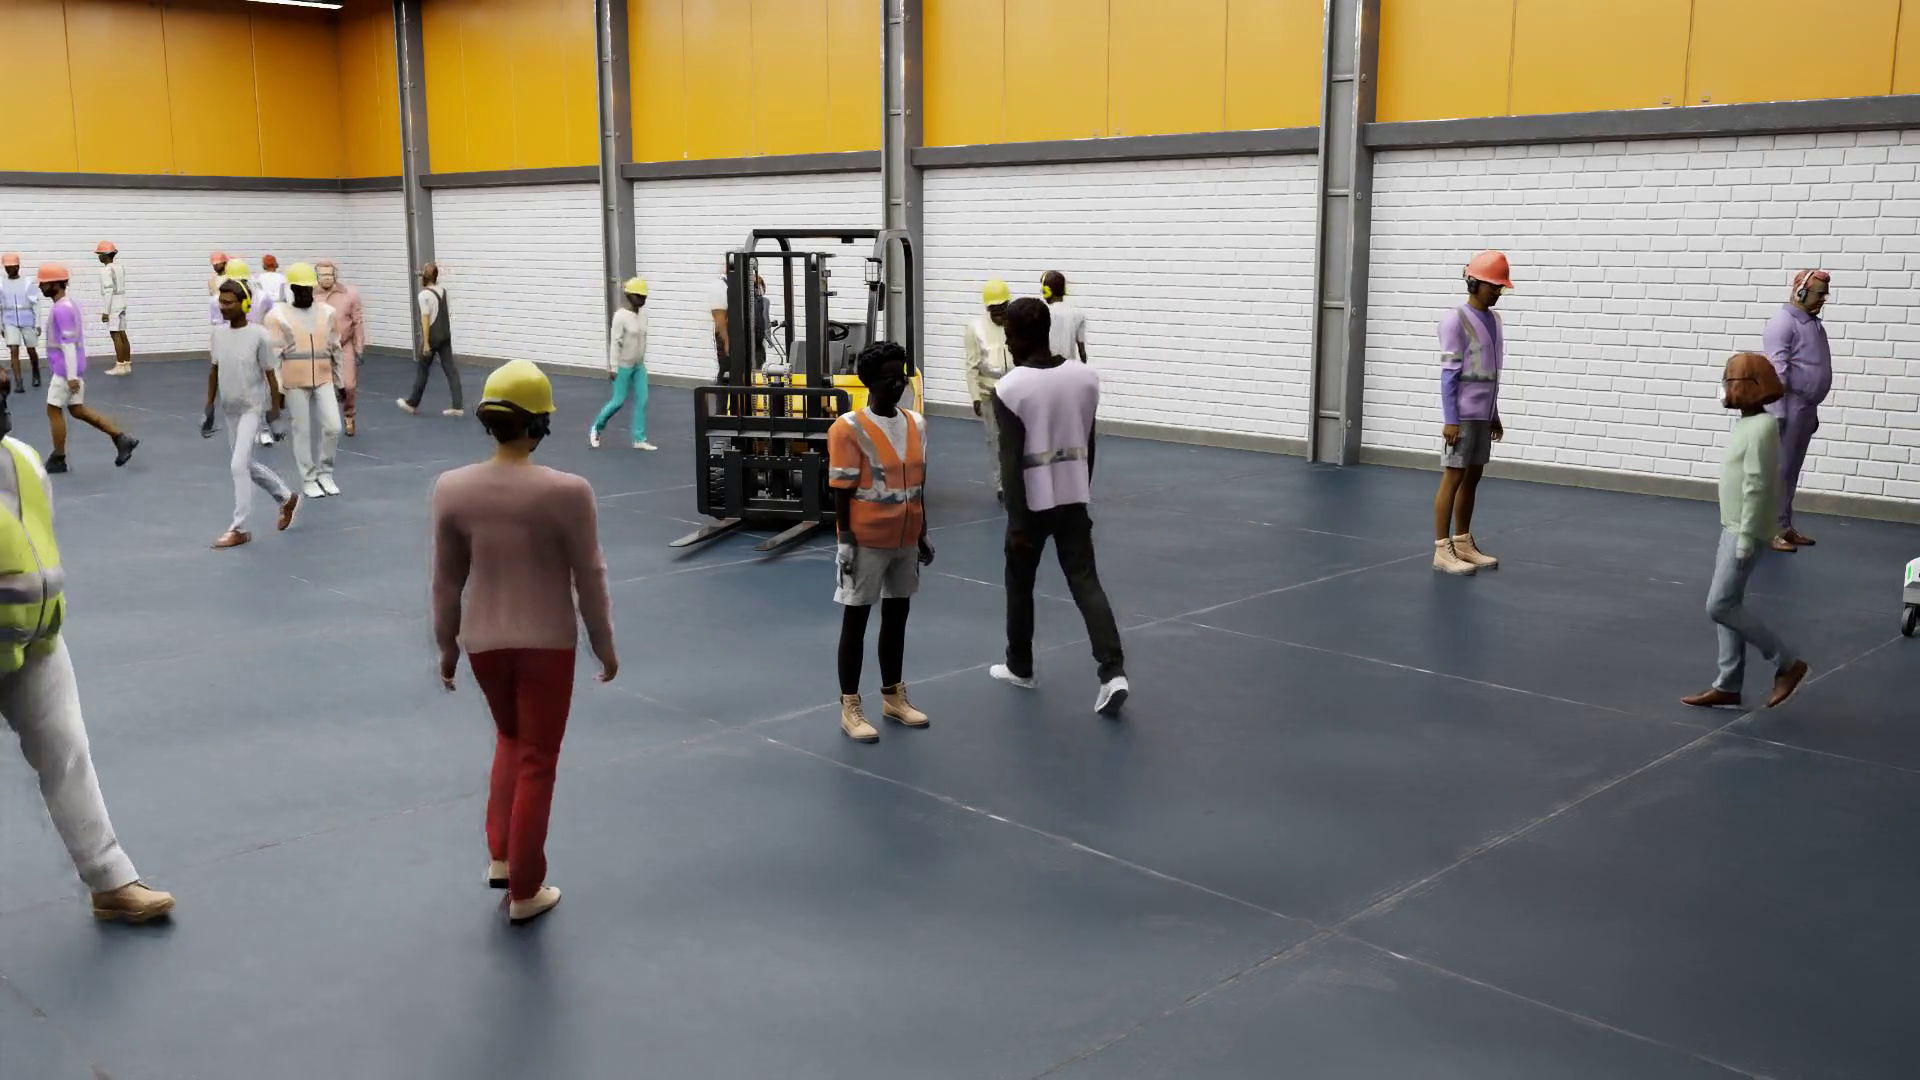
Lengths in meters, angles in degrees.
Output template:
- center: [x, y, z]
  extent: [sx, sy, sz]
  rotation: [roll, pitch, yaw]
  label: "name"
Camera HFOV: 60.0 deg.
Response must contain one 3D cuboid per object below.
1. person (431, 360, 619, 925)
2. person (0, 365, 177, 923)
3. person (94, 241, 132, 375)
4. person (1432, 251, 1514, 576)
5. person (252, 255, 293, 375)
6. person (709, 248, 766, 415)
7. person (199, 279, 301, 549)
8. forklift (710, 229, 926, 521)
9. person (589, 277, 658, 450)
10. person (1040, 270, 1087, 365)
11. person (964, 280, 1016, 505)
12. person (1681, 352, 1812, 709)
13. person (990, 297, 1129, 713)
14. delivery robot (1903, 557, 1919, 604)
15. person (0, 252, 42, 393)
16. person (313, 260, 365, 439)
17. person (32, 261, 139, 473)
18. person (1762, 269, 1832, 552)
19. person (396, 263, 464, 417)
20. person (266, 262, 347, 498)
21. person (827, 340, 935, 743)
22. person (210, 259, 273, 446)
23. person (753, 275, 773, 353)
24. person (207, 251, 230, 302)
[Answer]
- center: [-1.345, 0.318, 5.192]
  extent: [0.538, 1.746, 0.451]
  rotation: [2, 11, 13]
  label: "person"
- center: [-2.983, 0.322, 5.083]
  extent: [0.977, 1.793, 0.646]
  rotation: [2, 11, 13]
  label: "person"
- center: [-12.955, -3.535, 25.413]
  extent: [0.381, 2.045, 0.605]
  rotation: [-1, 10, -4]
  label: "person"
- center: [3.261, -0.801, 10.531]
  extent: [0.605, 2.034, 0.392]
  rotation: [-10, 14, -43]
  label: "person"
- center: [-10.293, -3.357, 25.010]
  extent: [0.574, 1.828, 0.965]
  rotation: [-3, 11, -15]
  label: "person"
- center: [-2.358, -2.191, 18.091]
  extent: [0.701, 2.000, 0.989]
  rotation: [-8, 13, -37]
  label: "person"
- center: [-4.961, -0.901, 11.627]
  extent: [0.533, 1.843, 0.861]
  rotation: [4, 11, 22]
  label: "person"
- center: [-1.050, -1.319, 12.920]
  extent: [1.214, 2.155, 2.313]
  rotation: [2, 11, 13]
  label: "forklift"
- center: [-3.363, -1.747, 16.533]
  extent: [0.707, 1.732, 0.538]
  rotation: [6, 12, 28]
  label: "person"
- center: [0.826, -1.309, 13.828]
  extent: [0.619, 1.843, 0.545]
  rotation: [-4, 11, -21]
  label: "person"
- center: [0.350, -1.124, 12.984]
  extent: [0.614, 1.782, 0.737]
  rotation: [-1, 10, -5]
  label: "person"
- center: [3.509, -0.017, 7.372]
  extent: [0.420, 1.617, 0.523]
  rotation: [3, 11, 15]
  label: "person"
- center: [0.430, -0.165, 7.530]
  extent: [0.618, 1.867, 0.998]
  rotation: [-5, 12, -27]
  label: "person"
- center: [5.366, 0.182, 8.948]
  extent: [0.707, 0.478, 0.477]
  rotation: [-10, 14, -44]
  label: "delivery robot"
- center: [-12.888, -2.989, 22.800]
  extent: [0.544, 1.918, 0.763]
  rotation: [-5, 11, -23]
  label: "person"
- center: [-6.590, -1.983, 17.441]
  extent: [0.656, 1.879, 0.448]
  rotation: [-4, 11, -18]
  label: "person"
- center: [-7.958, -1.553, 14.979]
  extent: [0.829, 1.911, 0.566]
  rotation: [-4, 11, -23]
  label: "person"
- center: [5.699, -0.881, 11.333]
  extent: [0.636, 1.903, 0.406]
  rotation: [-10, 14, -43]
  label: "person"
- center: [-6.260, -2.354, 19.641]
  extent: [0.942, 1.793, 0.535]
  rotation: [5, 11, 24]
  label: "person"
- center: [-5.263, -1.281, 13.471]
  extent: [0.622, 1.909, 0.458]
  rotation: [-9, 14, -40]
  label: "person"
- center: [-0.330, -0.002, 7.088]
  extent: [0.530, 1.697, 0.321]
  rotation: [-10, 14, -43]
  label: "person"
- center: [-7.209, -1.882, 16.801]
  extent: [0.623, 1.886, 0.823]
  rotation: [-4, 11, -23]
  label: "person"
- center: [-2.604, -2.552, 21.168]
  extent: [0.498, 1.633, 0.279]
  rotation: [-10, 14, -43]
  label: "person"
- center: [-11.065, -3.421, 25.187]
  extent: [0.543, 1.910, 0.844]
  rotation: [1, 10, 5]
  label: "person"
